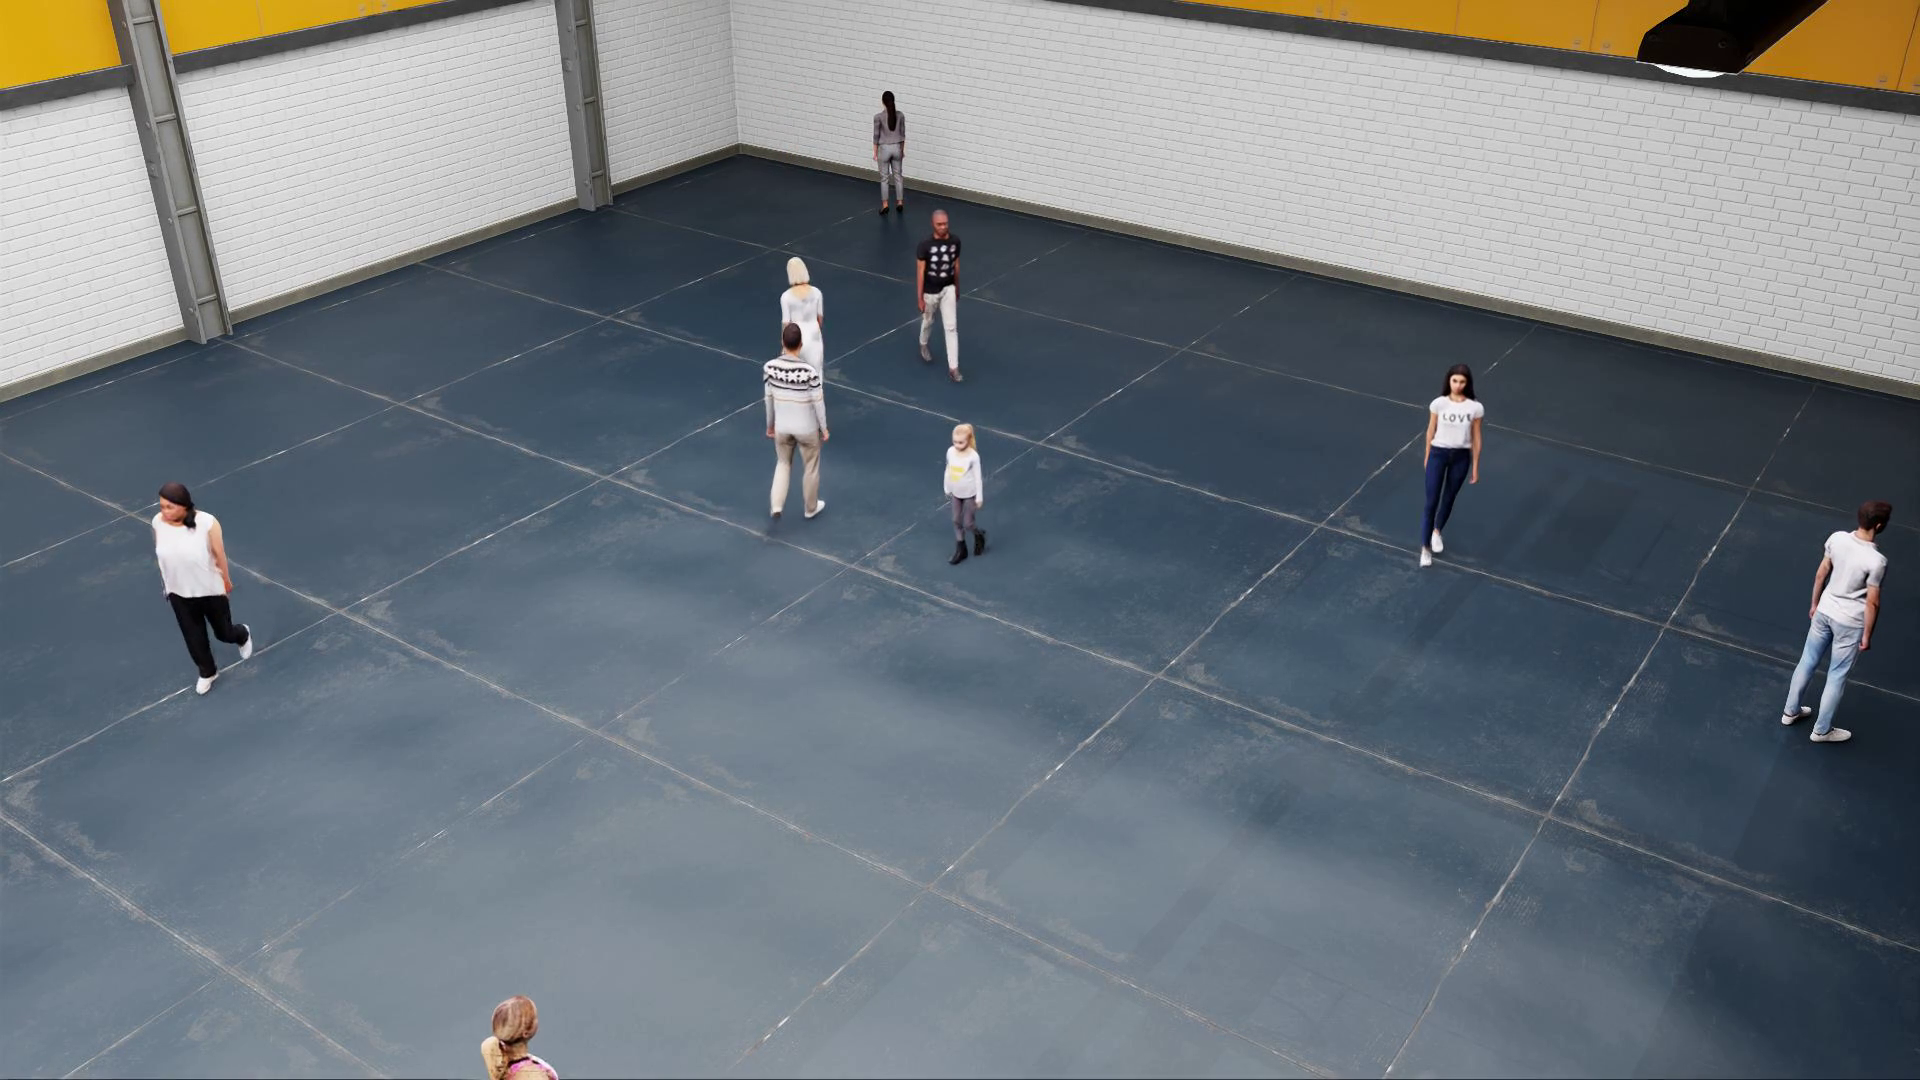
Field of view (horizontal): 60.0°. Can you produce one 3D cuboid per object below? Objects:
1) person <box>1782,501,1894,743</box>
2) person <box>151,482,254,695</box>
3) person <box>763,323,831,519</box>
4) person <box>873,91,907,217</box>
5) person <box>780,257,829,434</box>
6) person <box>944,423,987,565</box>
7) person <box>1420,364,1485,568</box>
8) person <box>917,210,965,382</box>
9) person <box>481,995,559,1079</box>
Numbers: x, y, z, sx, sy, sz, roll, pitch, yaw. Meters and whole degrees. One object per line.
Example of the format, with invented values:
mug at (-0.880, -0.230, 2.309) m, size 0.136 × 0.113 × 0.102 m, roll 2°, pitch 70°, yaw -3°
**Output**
person at (6.203, 0.556, 11.719) m, size 0.743 × 1.850 × 0.737 m, roll -11°, pitch 30°, yaw -19°
person at (-5.648, 0.307, 12.362) m, size 0.858 × 1.671 × 0.949 m, roll 3°, pitch 29°, yaw 5°
person at (-1.453, -0.973, 14.529) m, size 0.836 × 1.843 × 0.922 m, roll 9°, pitch 30°, yaw 16°
person at (-0.950, -5.235, 22.516) m, size 0.697 × 1.678 × 0.785 m, roll -11°, pitch 30°, yaw -19°
person at (-1.497, -1.860, 16.316) m, size 0.967 × 1.690 × 1.069 m, roll 0°, pitch 29°, yaw -1°
person at (0.071, -0.421, 14.113) m, size 0.499 × 1.273 × 0.604 m, roll 19°, pitch 34°, yaw 31°
person at (4.139, -0.683, 14.091) m, size 0.865 × 1.753 × 1.065 m, roll 4°, pitch 29°, yaw 8°
person at (-0.264, -2.642, 17.691) m, size 1.270 × 1.745 × 1.257 m, roll -7°, pitch 29°, yaw -13°
person at (-2.048, 2.863, 7.600) m, size 0.647 × 1.745 × 1.079 m, roll 16°, pitch 33°, yaw 27°
